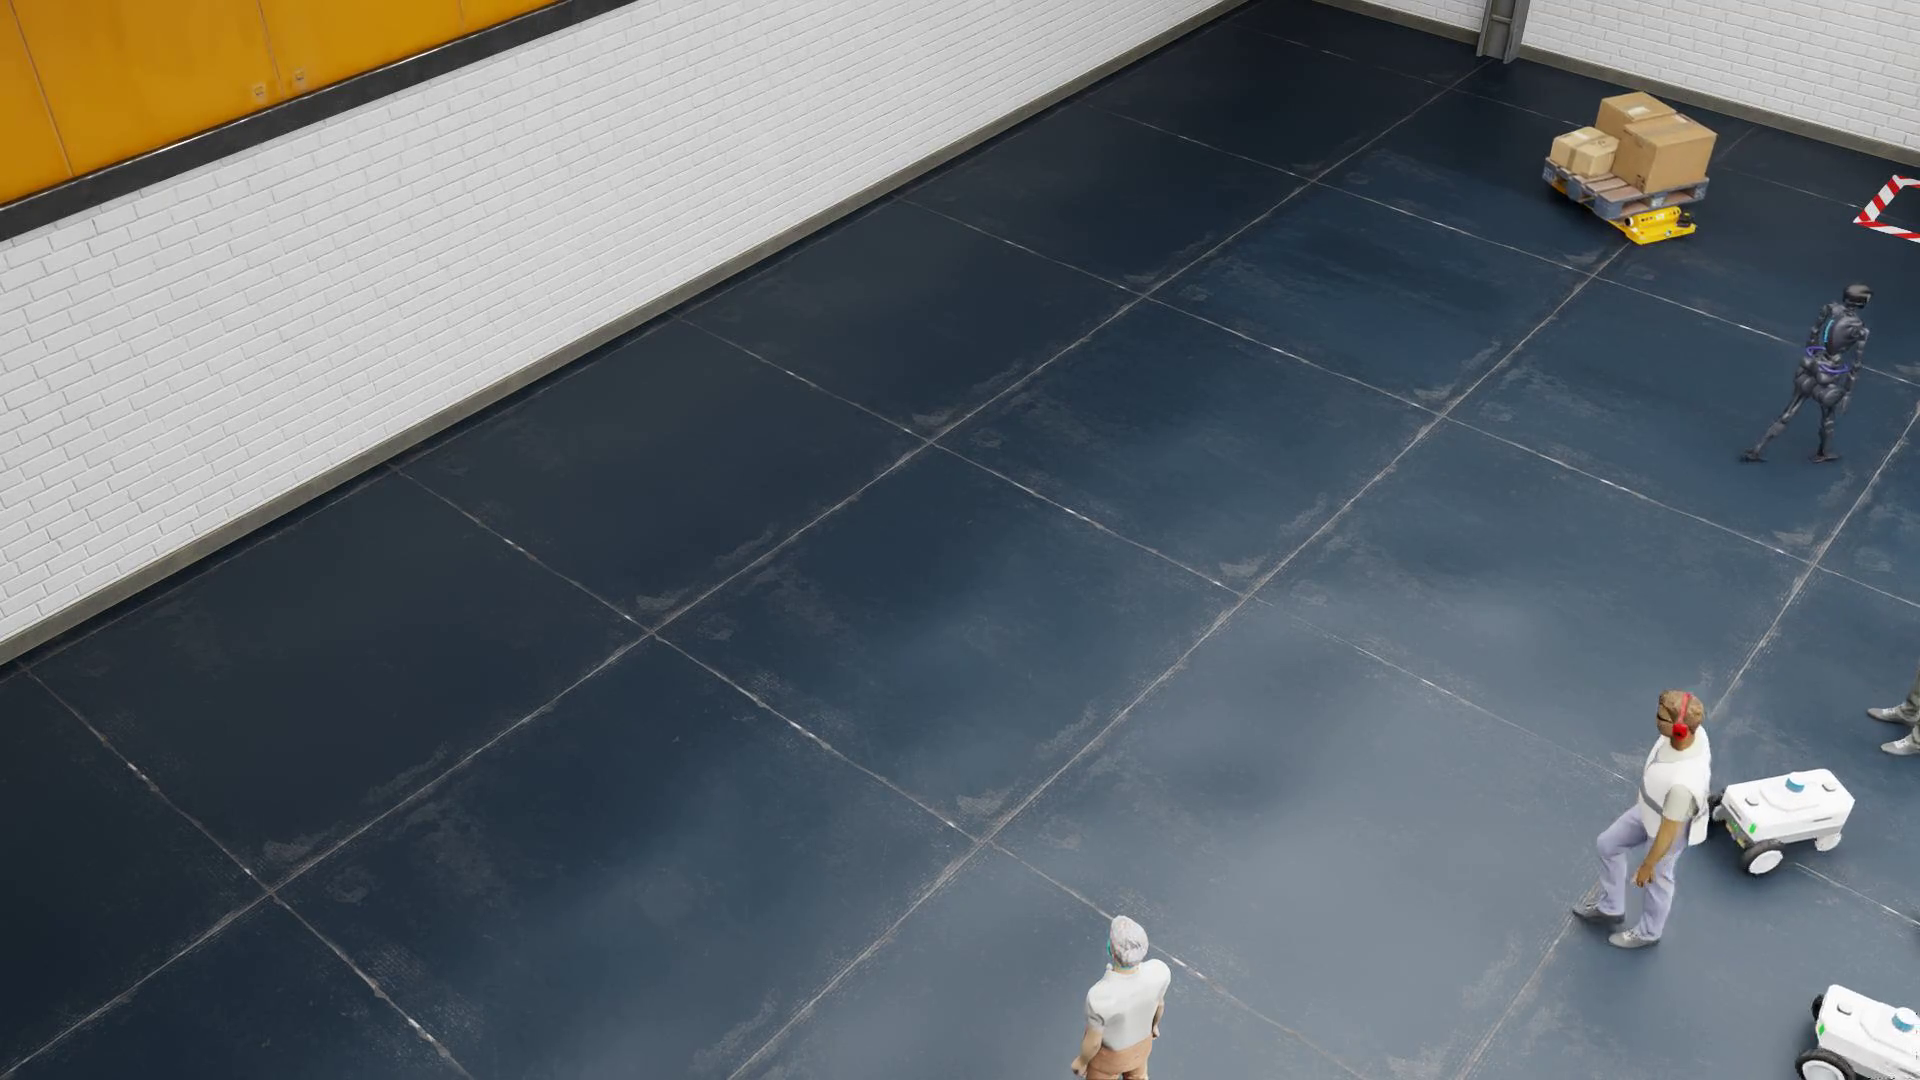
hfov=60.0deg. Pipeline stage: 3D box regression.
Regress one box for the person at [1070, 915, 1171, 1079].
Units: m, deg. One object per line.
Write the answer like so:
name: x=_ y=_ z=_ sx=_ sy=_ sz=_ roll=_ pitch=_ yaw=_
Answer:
person: x=0.768 y=2.436 z=8.084 sx=0.490 sy=1.746 sz=0.310 roll=-20 pitch=43 yaw=-23

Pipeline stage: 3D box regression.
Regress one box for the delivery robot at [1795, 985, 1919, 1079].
delivery robot: x=4.848 y=2.676 z=8.752 sx=0.808 sy=0.614 sz=0.499 roll=22 pitch=44 yaw=25

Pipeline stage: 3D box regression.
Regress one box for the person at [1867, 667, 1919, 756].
person: x=6.165 y=0.598 z=10.291 sx=0.396 sy=1.841 sz=0.563 roll=8 pitch=40 yaw=10

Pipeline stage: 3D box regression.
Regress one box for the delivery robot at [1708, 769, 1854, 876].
delivery robot: x=4.949 y=1.635 z=10.015 sx=0.769 sy=0.577 sz=0.499 roll=-8 pitch=40 yaw=-10

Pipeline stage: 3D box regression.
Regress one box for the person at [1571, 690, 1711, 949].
person: x=3.781 y=1.563 z=9.116 sx=0.619 sy=1.810 sz=0.690 roll=9 pitch=40 yaw=11

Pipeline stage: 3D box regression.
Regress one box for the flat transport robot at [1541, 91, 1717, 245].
flat transport robot: x=6.537 y=-3.373 z=16.473 sx=0.659 sy=0.231 sz=1.431 roll=-14 pitch=41 yaw=-17

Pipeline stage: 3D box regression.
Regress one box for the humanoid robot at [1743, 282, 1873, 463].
humanoid robot: x=6.624 y=-1.272 z=12.793 sx=0.788 sy=1.645 sz=0.600 roll=-8 pitch=40 yaw=-10
